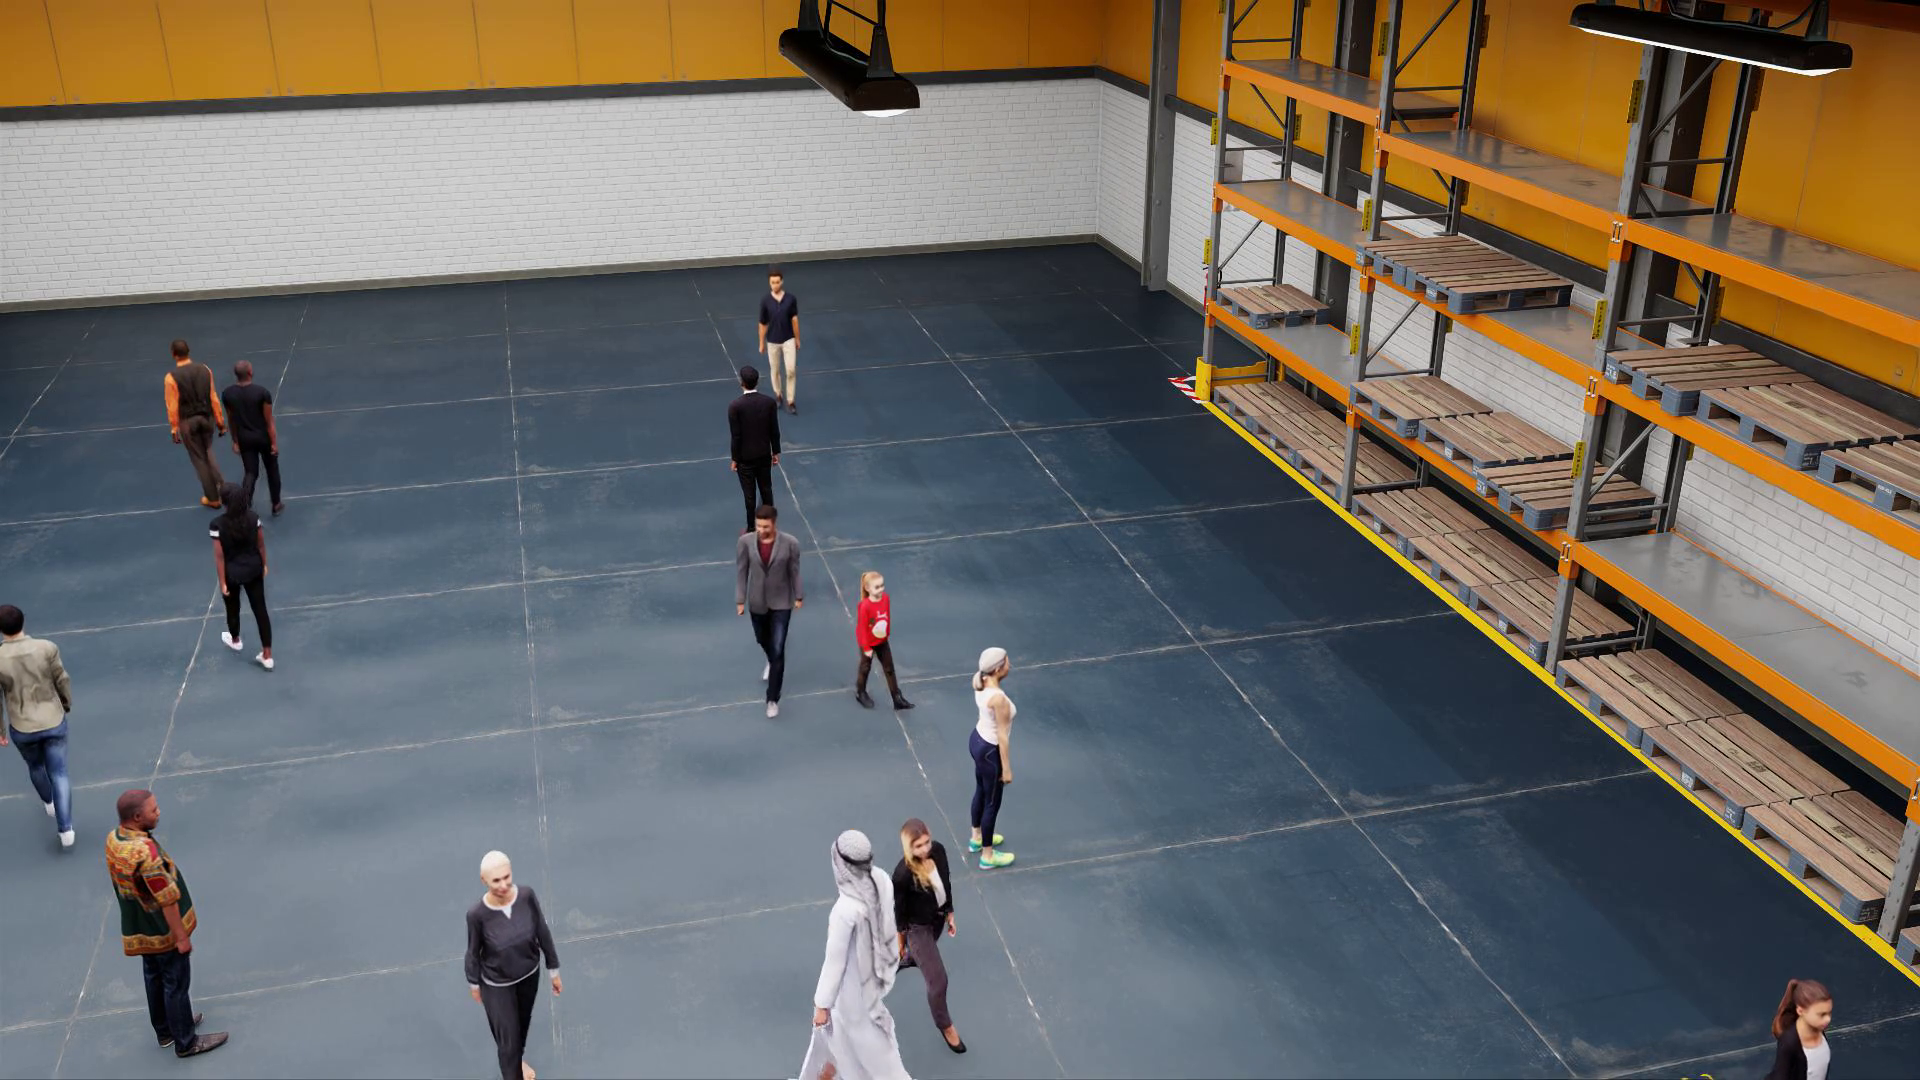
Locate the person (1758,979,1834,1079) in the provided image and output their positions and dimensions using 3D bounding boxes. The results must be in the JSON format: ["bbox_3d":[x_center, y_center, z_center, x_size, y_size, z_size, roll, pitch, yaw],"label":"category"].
[{"bbox_3d":[4.342,2.969,8.912,0.705,1.514,1.105,-12,26,-25],"label":"person"}]

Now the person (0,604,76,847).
[{"bbox_3d":[-6.721,1.386,12.132,0.892,1.834,1.183,-13,27,-28],"label":"person"}]

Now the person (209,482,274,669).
[{"bbox_3d":[-6.296,0.338,14.691,0.947,1.704,1.123,-21,31,-40],"label":"person"}]

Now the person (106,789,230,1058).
[{"bbox_3d":[-4.860,2.315,10.043,0.792,1.806,0.881,19,30,37],"label":"person"}]

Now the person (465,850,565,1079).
[{"bbox_3d":[-2.674,2.496,9.760,0.872,1.701,1.022,-21,31,-39],"label":"person"}]

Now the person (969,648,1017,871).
[{"bbox_3d":[0.204,1.546,11.932,0.666,1.702,0.485,-8,25,-18],"label":"person"}]

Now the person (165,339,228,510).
[{"bbox_3d":[-8.227,-1.233,18.049,0.903,1.895,0.860,17,29,34],"label":"person"}]

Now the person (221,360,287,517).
[{"bbox_3d":[-7.503,-0.993,17.628,0.845,1.792,1.185,-1,24,-1],"label":"person"}]

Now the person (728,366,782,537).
[{"bbox_3d":[-2.147,-0.901,17.305,0.753,1.881,0.644,-13,27,-26],"label":"person"}]

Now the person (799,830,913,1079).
[{"bbox_3d":[-0.484,2.547,9.410,1.227,1.888,1.293,6,24,13],"label":"person"}]

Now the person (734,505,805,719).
[{"bbox_3d":[-1.602,0.508,14.146,1.024,1.830,1.329,3,24,7],"label":"person"}]

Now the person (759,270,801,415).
[{"bbox_3d":[-2.283,-2.543,21.130,0.760,1.826,1.009,-3,24,-7],"label":"person"}]

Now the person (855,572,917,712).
[{"bbox_3d":[-0.770,0.844,14.091,0.909,1.258,0.760,21,31,40],"label":"person"}]

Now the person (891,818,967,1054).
[{"bbox_3d":[-0.300,2.360,10.155,1.100,1.633,1.009,14,27,29],"label":"person"}]
